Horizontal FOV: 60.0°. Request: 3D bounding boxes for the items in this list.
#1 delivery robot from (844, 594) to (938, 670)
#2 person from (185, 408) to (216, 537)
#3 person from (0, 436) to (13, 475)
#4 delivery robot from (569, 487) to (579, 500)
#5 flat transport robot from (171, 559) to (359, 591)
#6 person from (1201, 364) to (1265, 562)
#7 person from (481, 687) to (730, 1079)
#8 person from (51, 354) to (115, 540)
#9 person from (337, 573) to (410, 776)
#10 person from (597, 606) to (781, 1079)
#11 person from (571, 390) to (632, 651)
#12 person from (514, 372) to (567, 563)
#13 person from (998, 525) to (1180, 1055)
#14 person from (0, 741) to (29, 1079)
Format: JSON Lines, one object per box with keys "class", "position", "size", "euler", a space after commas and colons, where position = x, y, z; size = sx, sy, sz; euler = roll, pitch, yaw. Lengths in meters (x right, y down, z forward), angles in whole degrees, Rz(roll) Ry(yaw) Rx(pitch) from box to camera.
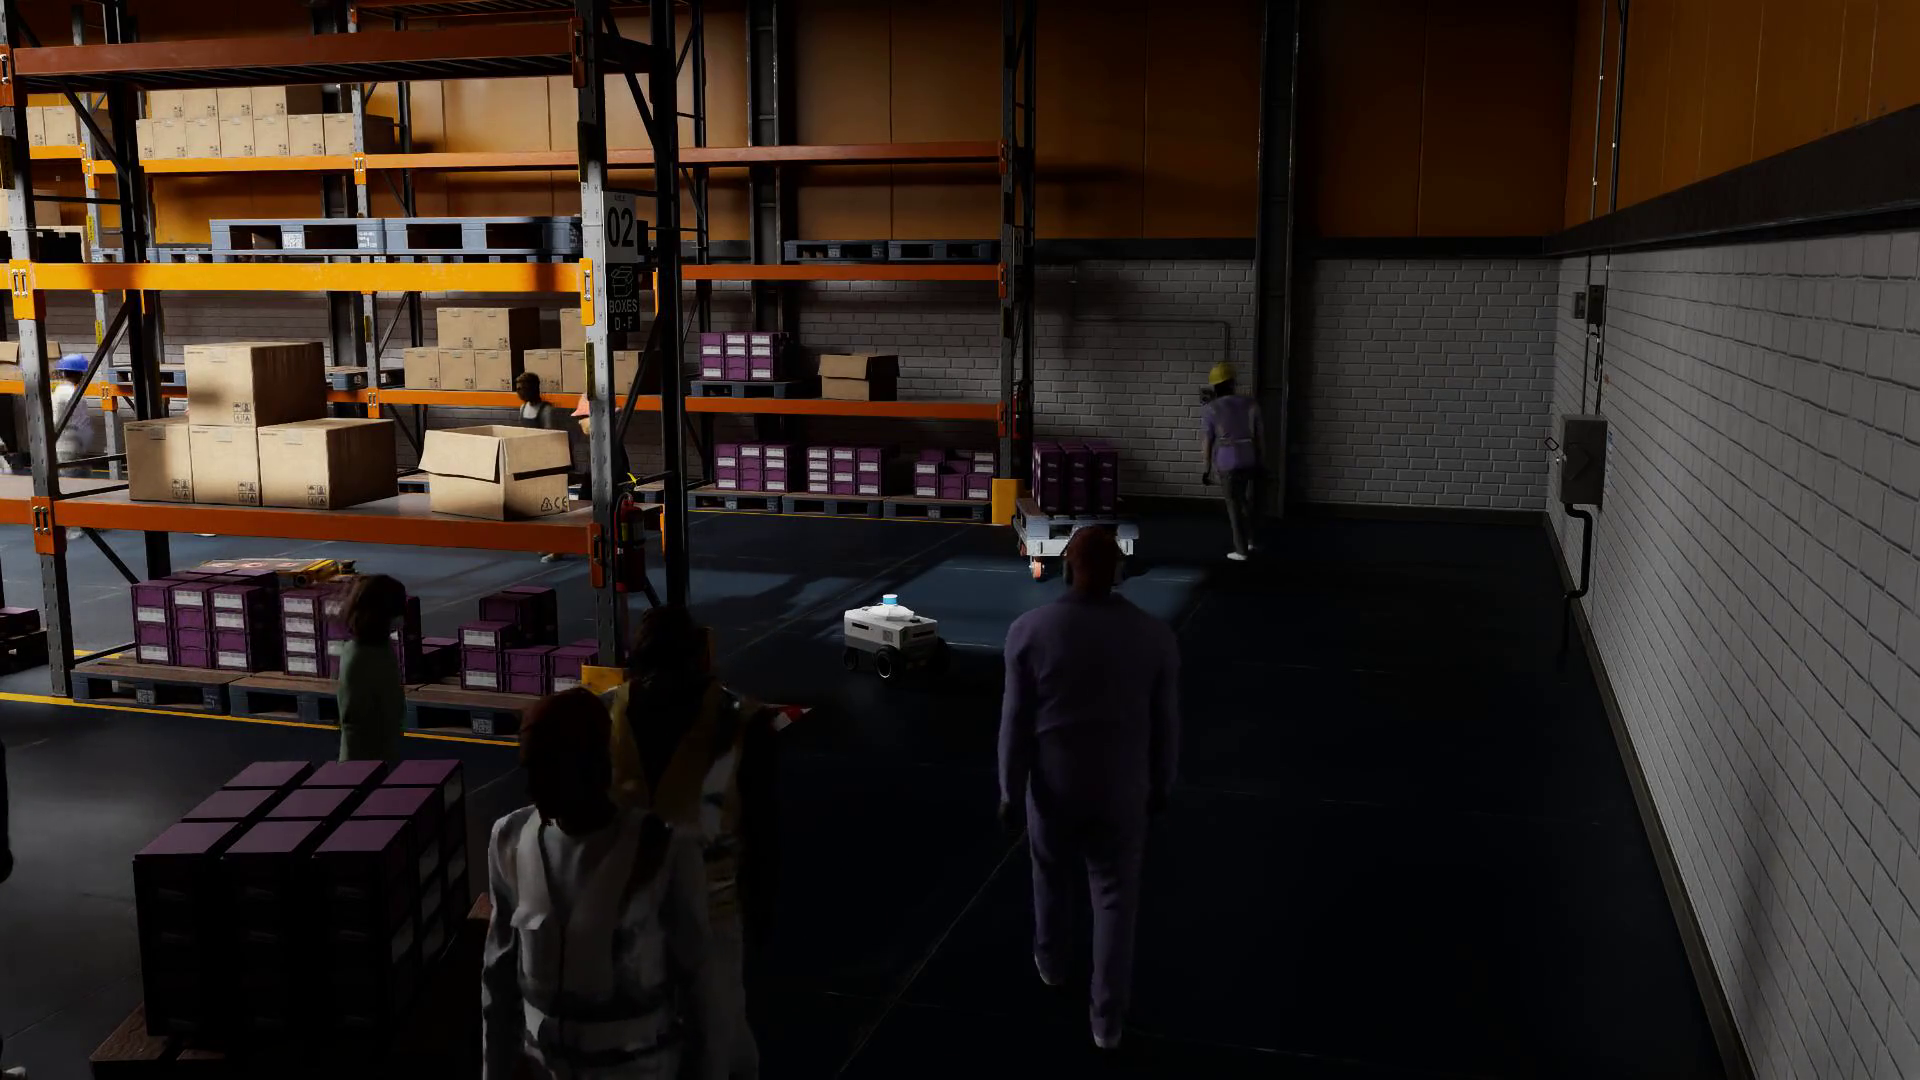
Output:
{"class": "delivery robot", "position": [-0.480, 0.618, 11.441], "size": [0.477, 0.478, 0.707], "euler": [-8, 12, -41]}
{"class": "person", "position": [-7.911, -0.856, 17.422], "size": [0.308, 1.636, 0.524], "euler": [0, 9, 1]}
{"class": "person", "position": [-10.571, -1.061, 18.106], "size": [1.001, 1.830, 0.582], "euler": [-5, 10, -26]}
{"class": "delivery robot", "position": [-3.989, -0.303, 17.056], "size": [0.707, 0.478, 0.477], "euler": [-1, 9, -5]}
{"class": "flat transport robot", "position": [-6.065, 0.309, 14.475], "size": [1.431, 0.197, 0.652], "euler": [0, 9, 0]}
{"class": "person", "position": [2.593, -0.735, 15.943], "size": [0.604, 1.883, 0.525], "euler": [-4, 10, -21]}
{"class": "person", "position": [-0.895, 1.273, 3.810], "size": [0.589, 1.846, 0.917], "euler": [4, 10, 22]}
{"class": "person", "position": [-9.101, -0.959, 17.215], "size": [0.820, 1.910, 0.675], "euler": [-9, 13, -42]}
{"class": "person", "position": [-2.410, 0.924, 6.667], "size": [0.544, 1.615, 0.516], "euler": [-1, 9, -6]}
{"class": "person", "position": [-0.859, 1.081, 5.035], "size": [0.640, 1.826, 0.546], "euler": [1, 9, 7]}
{"class": "person", "position": [-2.432, -0.041, 11.366], "size": [0.388, 1.992, 0.622], "euler": [-2, 9, -9]}
{"class": "person", "position": [-3.968, -0.680, 15.827], "size": [0.634, 1.821, 0.407], "euler": [6, 11, 34]}
{"class": "person", "position": [0.477, 0.873, 6.188], "size": [0.664, 1.863, 0.941], "euler": [0, 9, 2]}
{"class": "person", "position": [-3.425, 0.973, 5.423], "size": [0.590, 1.916, 0.386], "euler": [-2, 9, -11]}
